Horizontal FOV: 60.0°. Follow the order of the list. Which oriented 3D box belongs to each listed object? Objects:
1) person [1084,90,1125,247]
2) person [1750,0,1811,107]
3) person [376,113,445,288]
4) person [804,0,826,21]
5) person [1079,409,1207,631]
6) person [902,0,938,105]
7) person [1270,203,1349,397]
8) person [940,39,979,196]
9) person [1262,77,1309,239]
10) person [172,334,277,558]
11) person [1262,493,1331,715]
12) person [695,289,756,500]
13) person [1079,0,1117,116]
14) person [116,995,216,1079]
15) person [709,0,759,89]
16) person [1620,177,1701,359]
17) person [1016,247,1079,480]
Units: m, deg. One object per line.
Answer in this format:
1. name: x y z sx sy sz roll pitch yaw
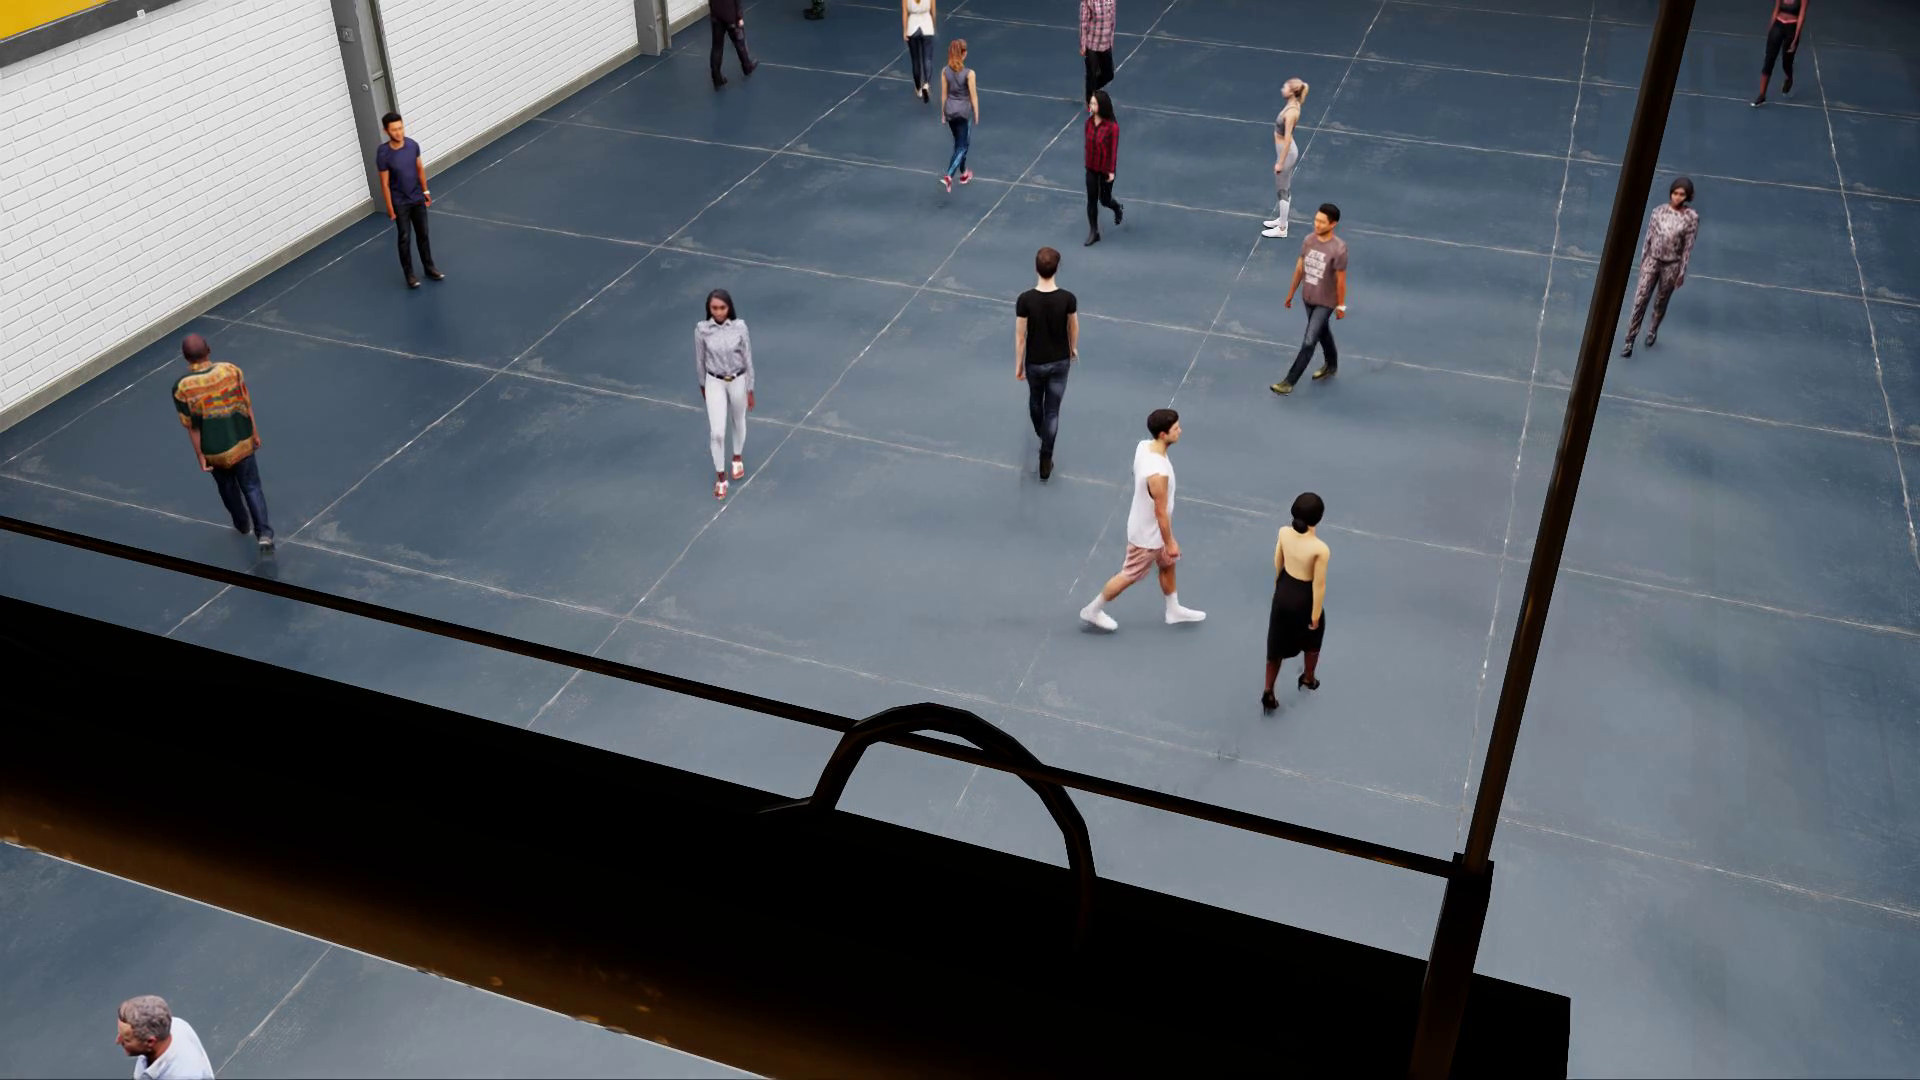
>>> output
1. person: 1.520 -3.902 17.374 0.743 1.641 0.907 24 41 32
2. person: 10.465 -6.386 21.017 1.084 1.743 0.872 -27 42 -34
3. person: -5.488 -3.390 16.471 0.768 1.787 0.617 26 42 33
4. person: -2.131 -8.521 24.141 0.790 1.841 0.673 -4 34 -6
5. person: 1.221 -0.085 11.527 0.933 1.755 1.157 1 34 1
6. person: -0.487 -6.393 21.006 0.839 1.769 1.040 -3 34 -5
7. person: 3.230 -2.122 14.620 1.198 1.724 1.062 -20 38 -27
8. person: -0.043 -4.660 18.464 0.633 1.696 1.117 15 36 21
9. person: 3.437 -4.033 17.512 0.635 1.705 0.490 9 35 13
10. person: -5.443 -0.683 12.404 1.178 1.782 1.168 -20 38 -27
11. person: 2.133 0.455 10.821 0.756 1.638 0.871 26 42 34
12. person: -1.860 -1.254 13.335 0.822 1.702 0.959 -5 34 -7
13. person: 1.665 -6.195 20.725 0.856 1.748 0.918 -16 37 -23
14. person: -3.363 2.652 7.344 0.789 1.827 0.767 -20 39 -28
15. person: -3.081 -6.744 21.516 0.787 1.789 1.131 13 36 19
16. person: 6.474 -2.517 15.260 0.729 1.675 1.115 19 38 26
17. person: 0.708 -1.375 13.390 0.868 1.842 1.273 3 34 4
